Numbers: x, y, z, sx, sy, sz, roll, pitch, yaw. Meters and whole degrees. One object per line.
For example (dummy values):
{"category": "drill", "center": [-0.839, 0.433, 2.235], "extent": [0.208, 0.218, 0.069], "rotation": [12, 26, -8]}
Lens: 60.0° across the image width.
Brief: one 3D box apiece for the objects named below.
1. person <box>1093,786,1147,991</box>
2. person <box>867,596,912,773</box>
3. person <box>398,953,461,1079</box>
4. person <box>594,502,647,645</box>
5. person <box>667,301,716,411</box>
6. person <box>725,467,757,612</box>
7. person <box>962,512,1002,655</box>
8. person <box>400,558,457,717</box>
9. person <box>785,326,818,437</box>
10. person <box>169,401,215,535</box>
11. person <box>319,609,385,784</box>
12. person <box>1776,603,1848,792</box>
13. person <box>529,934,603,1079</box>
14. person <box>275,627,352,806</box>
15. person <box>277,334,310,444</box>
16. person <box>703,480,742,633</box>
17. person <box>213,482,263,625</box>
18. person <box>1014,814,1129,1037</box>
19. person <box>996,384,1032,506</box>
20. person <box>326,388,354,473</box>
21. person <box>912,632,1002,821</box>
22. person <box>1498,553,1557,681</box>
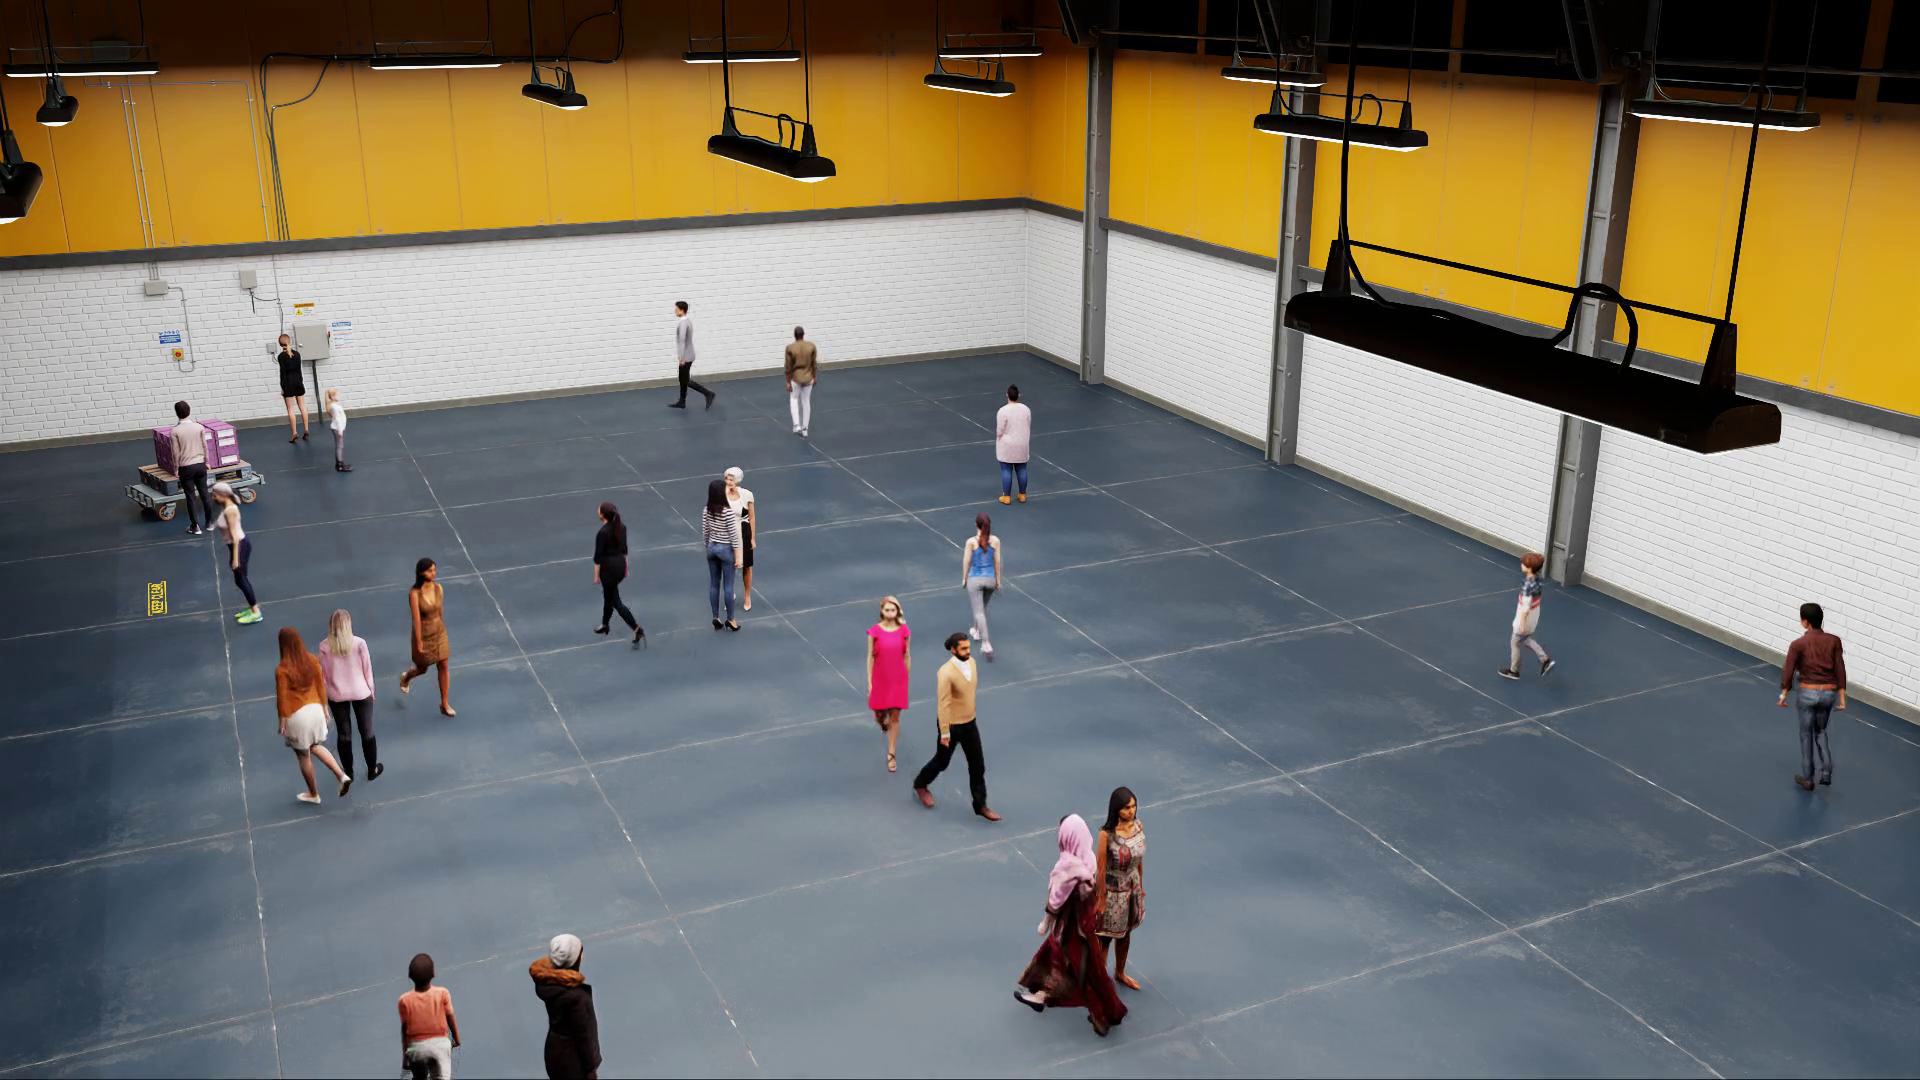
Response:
{"category": "person", "center": [1.160, 2.554, 12.155], "extent": [0.695, 1.645, 0.606], "rotation": [-14, 23, -35]}
{"category": "person", "center": [-0.677, 1.312, 15.739], "extent": [0.721, 1.711, 0.910], "rotation": [-3, 19, -8]}
{"category": "person", "center": [-3.380, 3.271, 10.584], "extent": [0.593, 1.288, 0.836], "rotation": [-5, 19, -14]}
{"category": "person", "center": [-3.825, 0.406, 18.563], "extent": [1.127, 1.626, 0.975], "rotation": [10, 21, 28]}
{"category": "person", "center": [-4.653, -3.174, 28.760], "extent": [1.074, 1.903, 1.166], "rotation": [-1, 19, -2]}
{"category": "person", "center": [-2.632, -0.020, 19.630], "extent": [0.712, 1.752, 0.718], "rotation": [2, 19, 6]}
{"category": "person", "center": [0.251, 0.500, 18.363], "extent": [0.635, 1.575, 1.048], "rotation": [-6, 20, -18]}
{"category": "person", "center": [-5.414, 0.981, 16.786], "extent": [1.025, 1.670, 0.843], "rotation": [13, 22, 33]}
{"category": "person", "center": [-2.564, -2.573, 27.122], "extent": [0.770, 1.808, 0.699], "rotation": [-5, 19, -15]}
{"category": "person", "center": [-10.365, -0.988, 22.418], "extent": [0.658, 1.808, 0.696], "rotation": [17, 25, 42]}
{"category": "person", "center": [-5.657, 1.435, 15.412], "extent": [0.652, 1.687, 0.624], "rotation": [-3, 19, -10]}
{"category": "person", "center": [7.853, 1.471, 15.223], "extent": [0.870, 1.739, 0.930], "rotation": [4, 19, 11]}
{"category": "person", "center": [-2.417, 3.177, 10.317], "extent": [0.730, 1.636, 0.597], "rotation": [-13, 23, -34]}
{"category": "person", "center": [-5.805, 1.612, 14.862], "extent": [0.932, 1.702, 0.839], "rotation": [11, 22, 30]}
{"category": "person", "center": [-10.789, -2.457, 26.841], "extent": [0.686, 1.768, 0.663], "rotation": [11, 21, 29]}
{"category": "person", "center": [-2.729, 0.180, 18.969], "extent": [0.619, 1.796, 0.711], "rotation": [10, 21, 27]}
{"category": "person", "center": [-8.330, 0.142, 19.250], "extent": [0.665, 1.688, 0.487], "rotation": [-9, 21, -25]}
{"category": "person", "center": [0.877, 2.733, 11.697], "extent": [1.143, 1.597, 1.063], "rotation": [8, 20, 22]}
{"category": "person", "center": [0.761, -1.378, 23.677], "extent": [0.709, 1.742, 0.643], "rotation": [-6, 20, -18]}
{"category": "person", "center": [-9.478, -1.686, 25.319], "extent": [0.545, 1.278, 0.425], "rotation": [-8, 20, -22]}
{"category": "person", "center": [-0.089, 1.626, 14.772], "extent": [1.269, 1.732, 1.017], "rotation": [15, 24, 37]}
{"category": "person", "center": [6.075, 0.823, 17.636], "extent": [0.870, 1.427, 0.718], "rotation": [15, 24, 37]}
